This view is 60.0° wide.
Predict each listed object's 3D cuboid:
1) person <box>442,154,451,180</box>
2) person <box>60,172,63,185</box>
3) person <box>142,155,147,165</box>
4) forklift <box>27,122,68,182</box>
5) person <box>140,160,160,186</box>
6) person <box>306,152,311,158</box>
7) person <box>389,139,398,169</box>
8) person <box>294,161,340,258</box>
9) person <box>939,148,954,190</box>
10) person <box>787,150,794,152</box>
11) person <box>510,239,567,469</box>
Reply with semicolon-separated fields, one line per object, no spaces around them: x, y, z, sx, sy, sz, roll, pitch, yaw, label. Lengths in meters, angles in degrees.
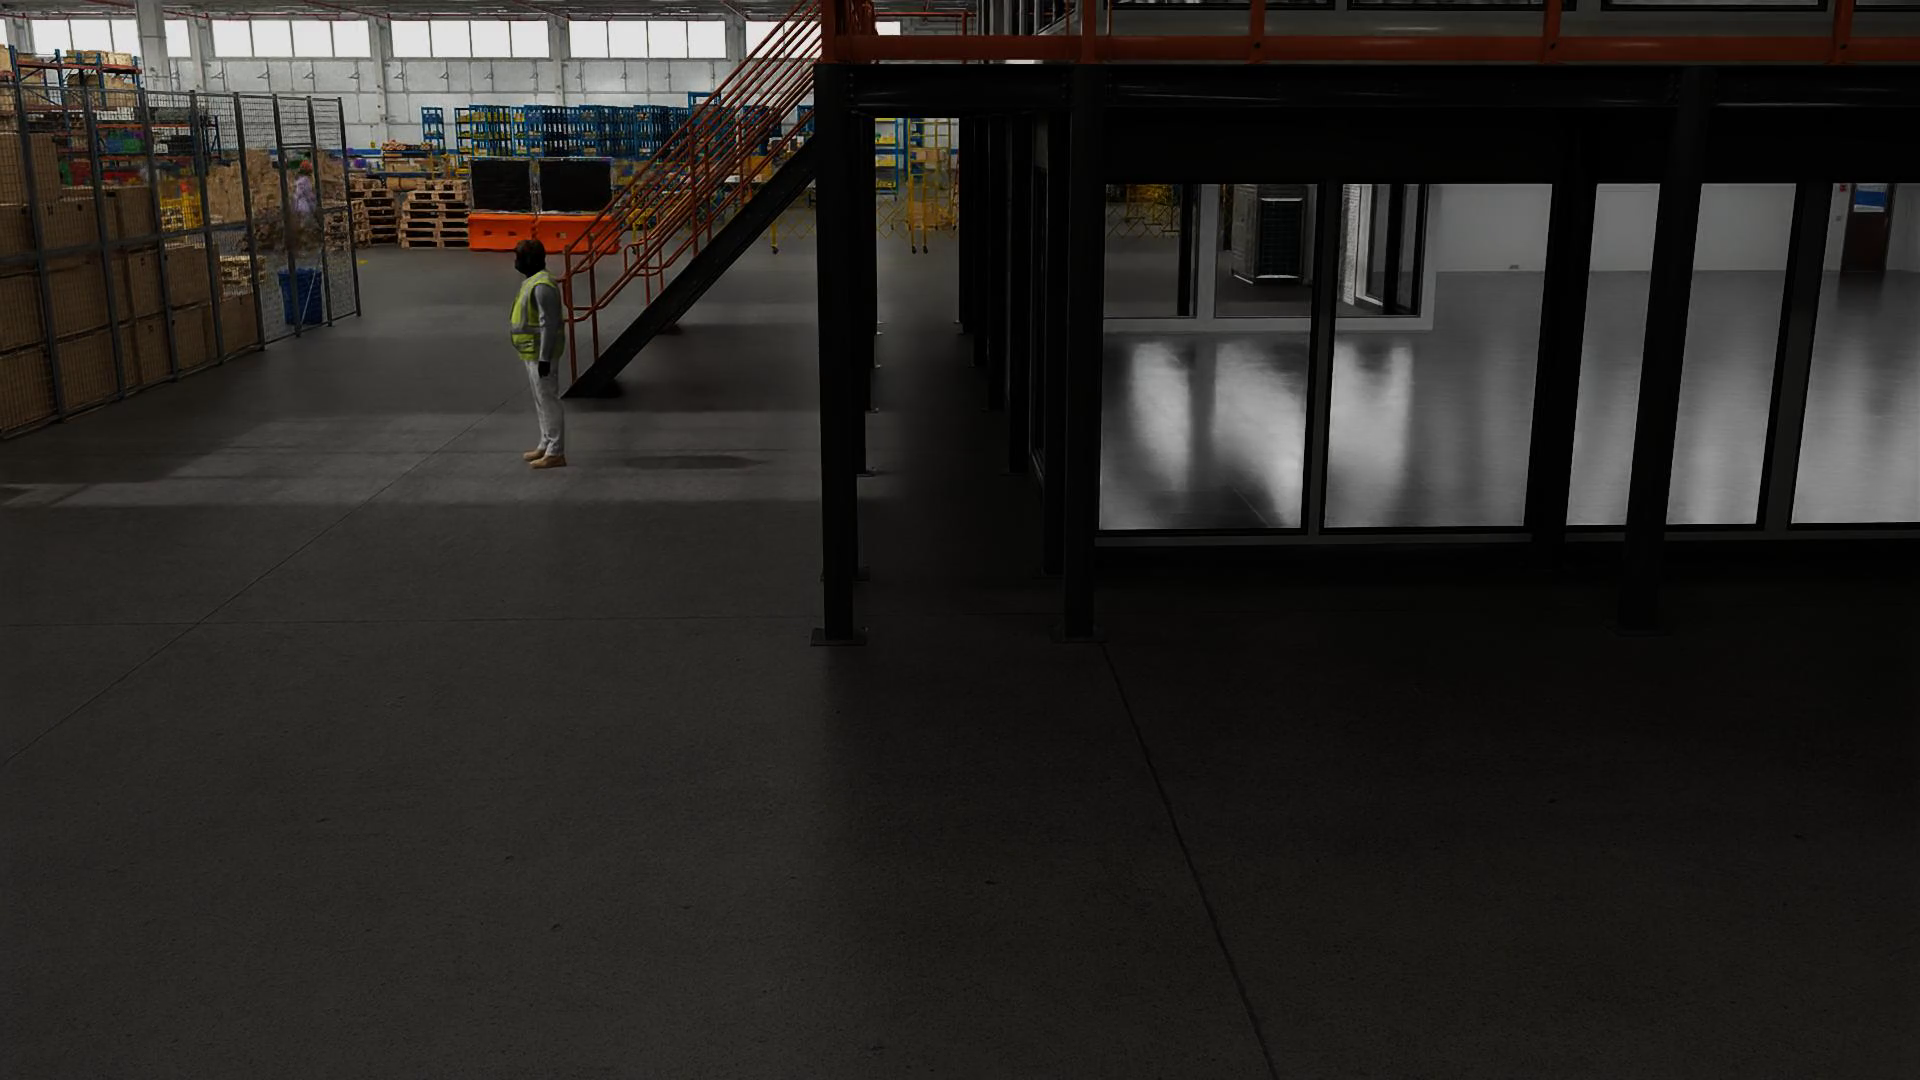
-17.125;-12.009;55.612;0.338;1.758;0.528;-2;14;-7;person
-17.720;-6.372;32.884;0.328;1.861;0.500;-12;19;-41;person
-35.044;-16.194;71.968;0.635;1.937;0.352;-8;16;-28;person
-35.376;-14.773;64.377;1.129;2.768;1.873;-1;14;-2;forklift
-24.252;-10.582;49.867;0.582;1.784;0.962;-1;14;-5;person
-25.159;-14.187;64.432;0.540;1.697;0.317;4;14;14;person
-27.953;-18.777;82.176;0.619;1.992;0.396;13;19;42;person
-13.529;-6.883;34.649;1.063;1.986;0.612;-10;17;-36;person
-0.555;-15.591;69.862;0.915;1.779;0.621;10;17;34;person
-7.503;-16.736;74.204;0.403;1.904;0.651;3;14;12;person
-3.406;-1.503;13.445;0.430;1.843;0.626;-5;15;-20;person
